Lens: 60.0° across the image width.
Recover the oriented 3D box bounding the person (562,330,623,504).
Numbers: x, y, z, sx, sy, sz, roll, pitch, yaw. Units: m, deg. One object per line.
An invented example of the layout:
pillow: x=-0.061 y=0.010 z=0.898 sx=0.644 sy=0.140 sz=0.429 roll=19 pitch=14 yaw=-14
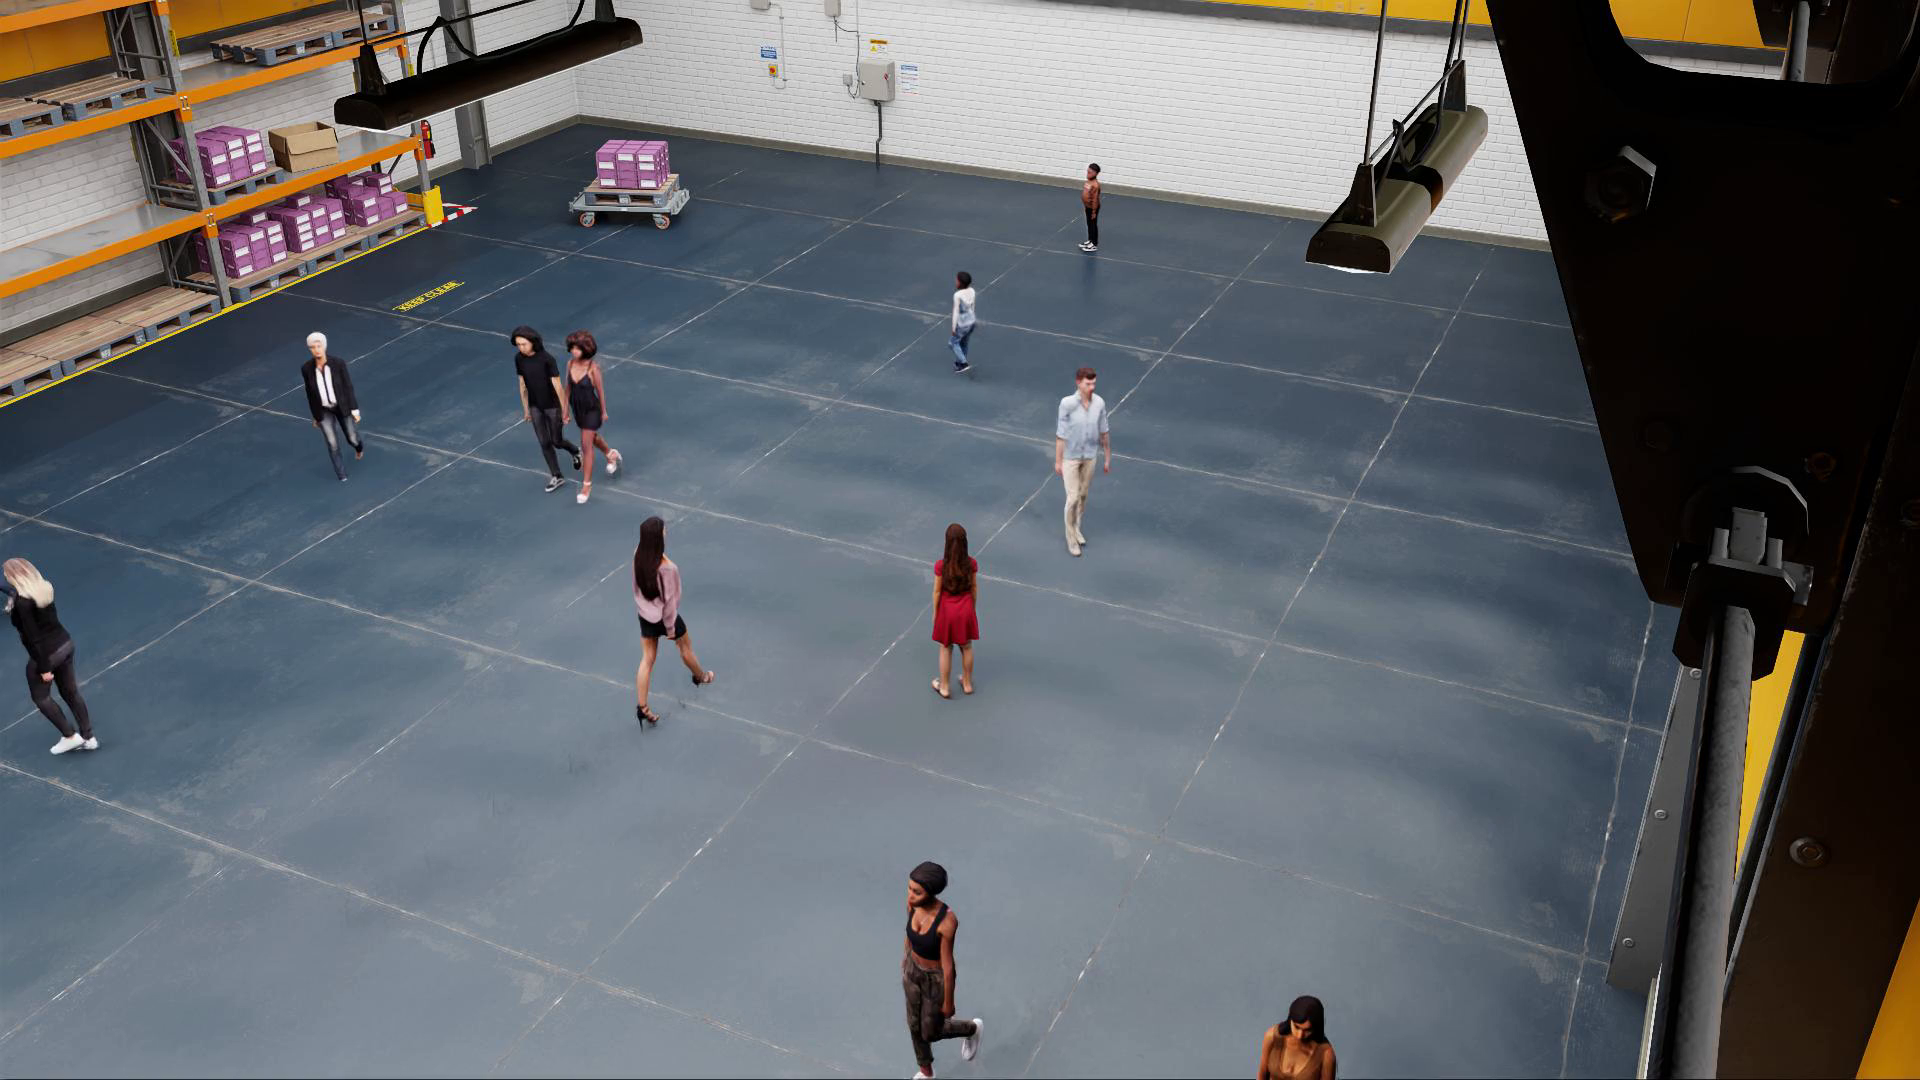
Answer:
person: x=-3.745 y=-1.311 z=16.905 sx=0.552 sy=1.748 sz=1.092 roll=13 pitch=31 yaw=23

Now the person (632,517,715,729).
person: x=-2.461 y=0.690 z=13.222 sx=0.803 sy=1.762 sz=1.140 roll=20 pitch=34 yaw=32

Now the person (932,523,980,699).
person: x=-0.039 y=0.578 z=13.647 sx=0.685 sy=1.552 sz=0.745 roll=-8 pitch=30 yaw=-15

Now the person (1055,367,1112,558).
person: x=1.116 y=-0.830 z=15.930 sx=0.880 sy=1.838 sz=0.940 roll=-10 pitch=30 yaw=-18

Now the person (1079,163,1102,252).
person: x=1.898 y=-4.767 z=23.757 sx=0.650 sy=1.255 sz=0.581 roll=-8 pitch=30 yaw=-15

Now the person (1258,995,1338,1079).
person: x=1.813 y=3.059 z=8.985 sx=0.583 sy=1.662 sz=0.875 roll=14 pitch=31 yaw=23

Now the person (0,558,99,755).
person: x=-6.966 y=0.911 z=12.930 sx=0.785 sy=1.655 sz=0.681 roll=-3 pitch=29 yaw=-5

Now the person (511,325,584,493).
person: x=-4.198 y=-1.412 z=17.034 sx=0.730 sy=1.802 sz=0.850 roll=8 pitch=30 yaw=14

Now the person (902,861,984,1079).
person: x=-0.108 y=2.574 z=9.847 sx=0.943 sy=1.686 sz=0.791 roll=-22 pitch=36 yaw=-35

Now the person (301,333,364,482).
person: x=-6.470 y=-1.358 z=17.338 sx=1.048 sy=1.776 sz=1.079 roll=-5 pitch=29 yaw=-9

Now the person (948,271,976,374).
person: x=0.060 y=-2.579 z=19.749 sx=0.651 sy=1.251 sz=0.679 roll=-22 pitch=36 yaw=-35
